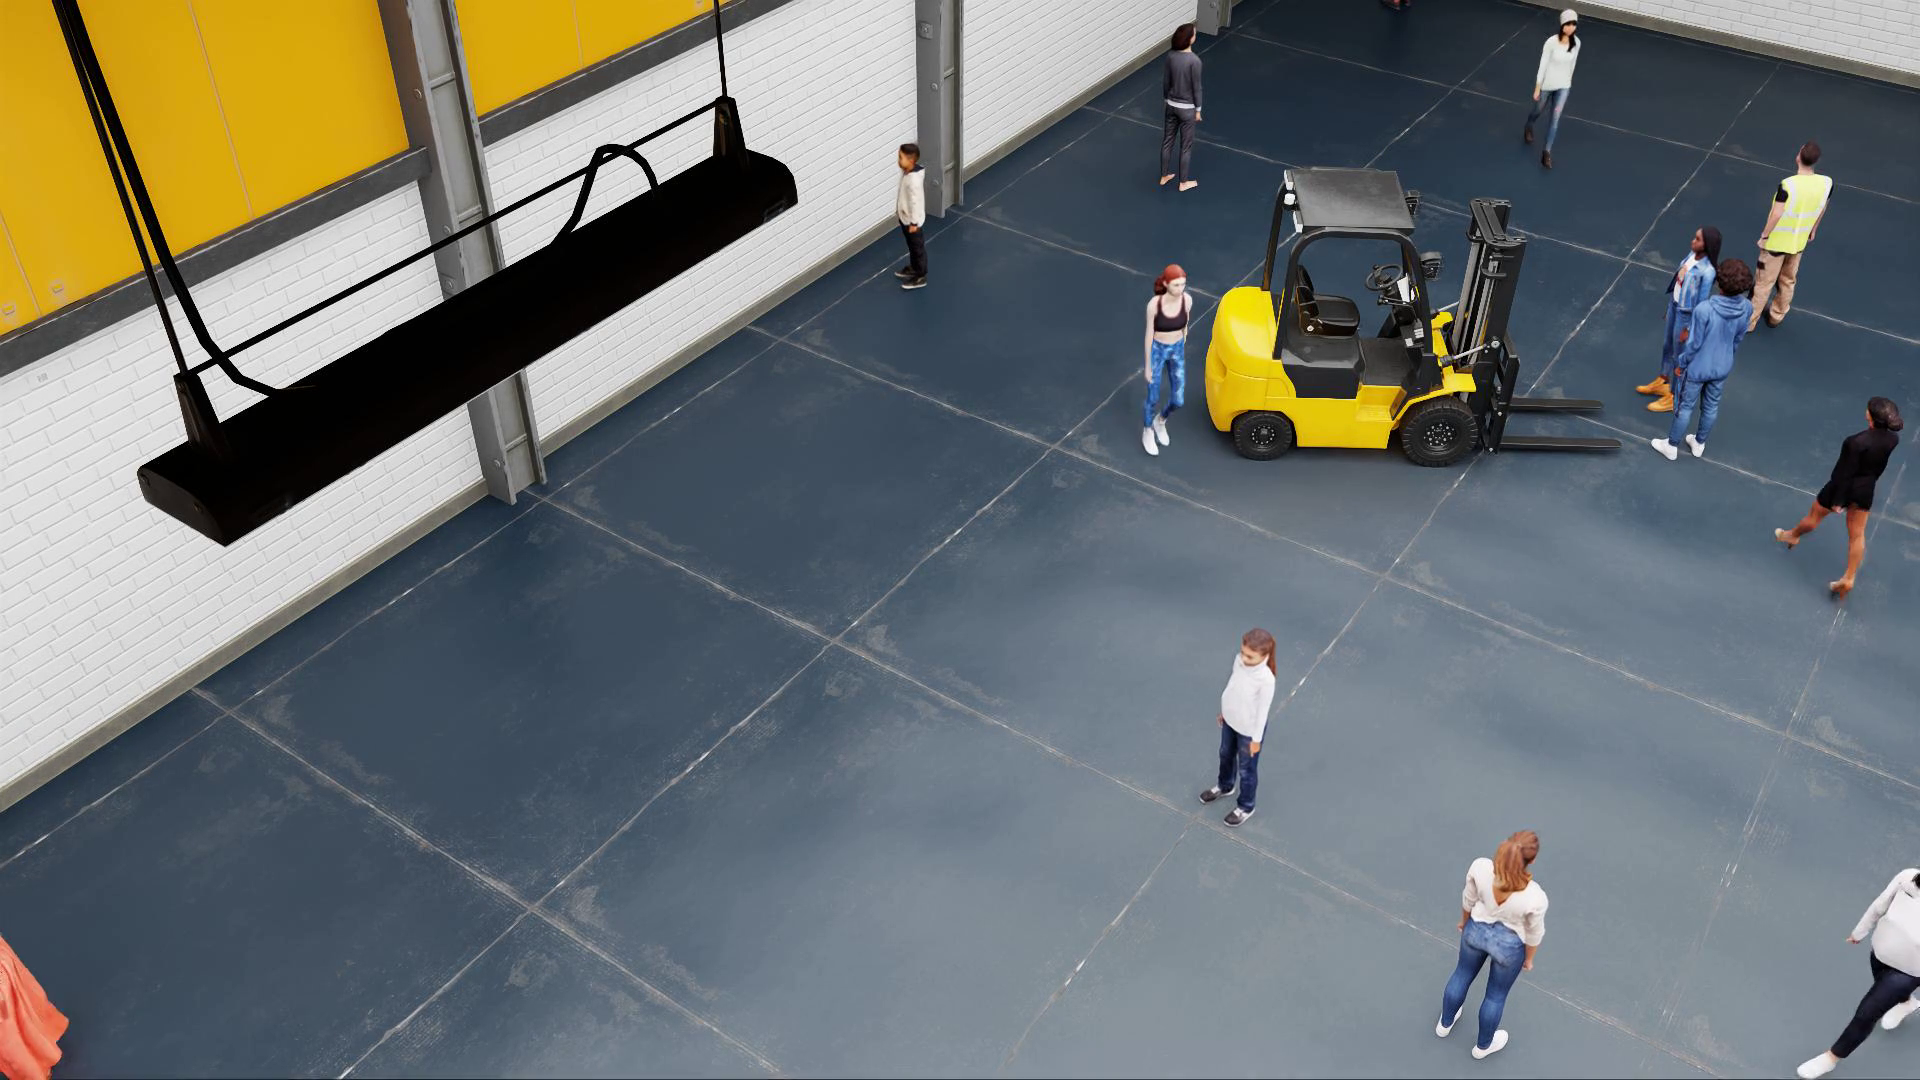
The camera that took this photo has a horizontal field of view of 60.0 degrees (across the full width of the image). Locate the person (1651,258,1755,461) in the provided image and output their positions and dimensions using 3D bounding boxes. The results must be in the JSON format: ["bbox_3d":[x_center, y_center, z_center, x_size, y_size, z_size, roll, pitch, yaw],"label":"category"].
[{"bbox_3d":[6.062,-1.452,13.479,0.752,1.811,0.796,-4,39,-5],"label":"person"}]

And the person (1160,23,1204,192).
[{"bbox_3d":[2.312,-4.525,17.361,0.629,1.767,0.544,28,46,31],"label":"person"}]

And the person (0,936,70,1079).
[{"bbox_3d":[-5.201,2.252,8.851,0.719,1.798,0.685,-30,48,-32],"label":"person"}]

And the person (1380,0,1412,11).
[{"bbox_3d":[5.793,-7.760,21.391,0.597,1.793,0.721,-24,45,-27],"label":"person"}]

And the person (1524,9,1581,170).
[{"bbox_3d":[6.383,-4.943,18.013,1.013,1.608,1.175,-1,39,-1],"label":"person"}]

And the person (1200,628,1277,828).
[{"bbox_3d":[1.803,1.133,10.445,0.654,1.557,0.610,-19,42,-22],"label":"person"}]

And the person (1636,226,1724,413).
[{"bbox_3d":[6.143,-1.883,14.098,0.752,1.712,0.653,0,39,0],"label":"person"}]

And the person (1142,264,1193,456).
[{"bbox_3d":[1.628,-1.509,13.584,0.706,1.768,0.765,-7,39,-9],"label":"person"}]

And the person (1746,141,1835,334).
[{"bbox_3d":[7.475,-2.737,15.061,0.853,1.845,0.913,-6,39,-8],"label":"person"}]

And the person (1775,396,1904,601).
[{"bbox_3d":[6.568,-0.269,12.174,1.034,1.589,1.064,-8,39,-10],"label":"person"}]

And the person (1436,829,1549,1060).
[{"bbox_3d":[2.893,2.176,9.008,0.634,1.721,0.572,30,47,32],"label":"person"}]

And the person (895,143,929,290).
[{"bbox_3d":[-0.448,-3.099,15.828,0.692,1.452,0.656,-10,40,-13],"label":"person"}]

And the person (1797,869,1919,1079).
[{"bbox_3d":[5.137,2.230,8.986,1.208,1.663,1.018,-14,41,-17],"label":"person"}]
